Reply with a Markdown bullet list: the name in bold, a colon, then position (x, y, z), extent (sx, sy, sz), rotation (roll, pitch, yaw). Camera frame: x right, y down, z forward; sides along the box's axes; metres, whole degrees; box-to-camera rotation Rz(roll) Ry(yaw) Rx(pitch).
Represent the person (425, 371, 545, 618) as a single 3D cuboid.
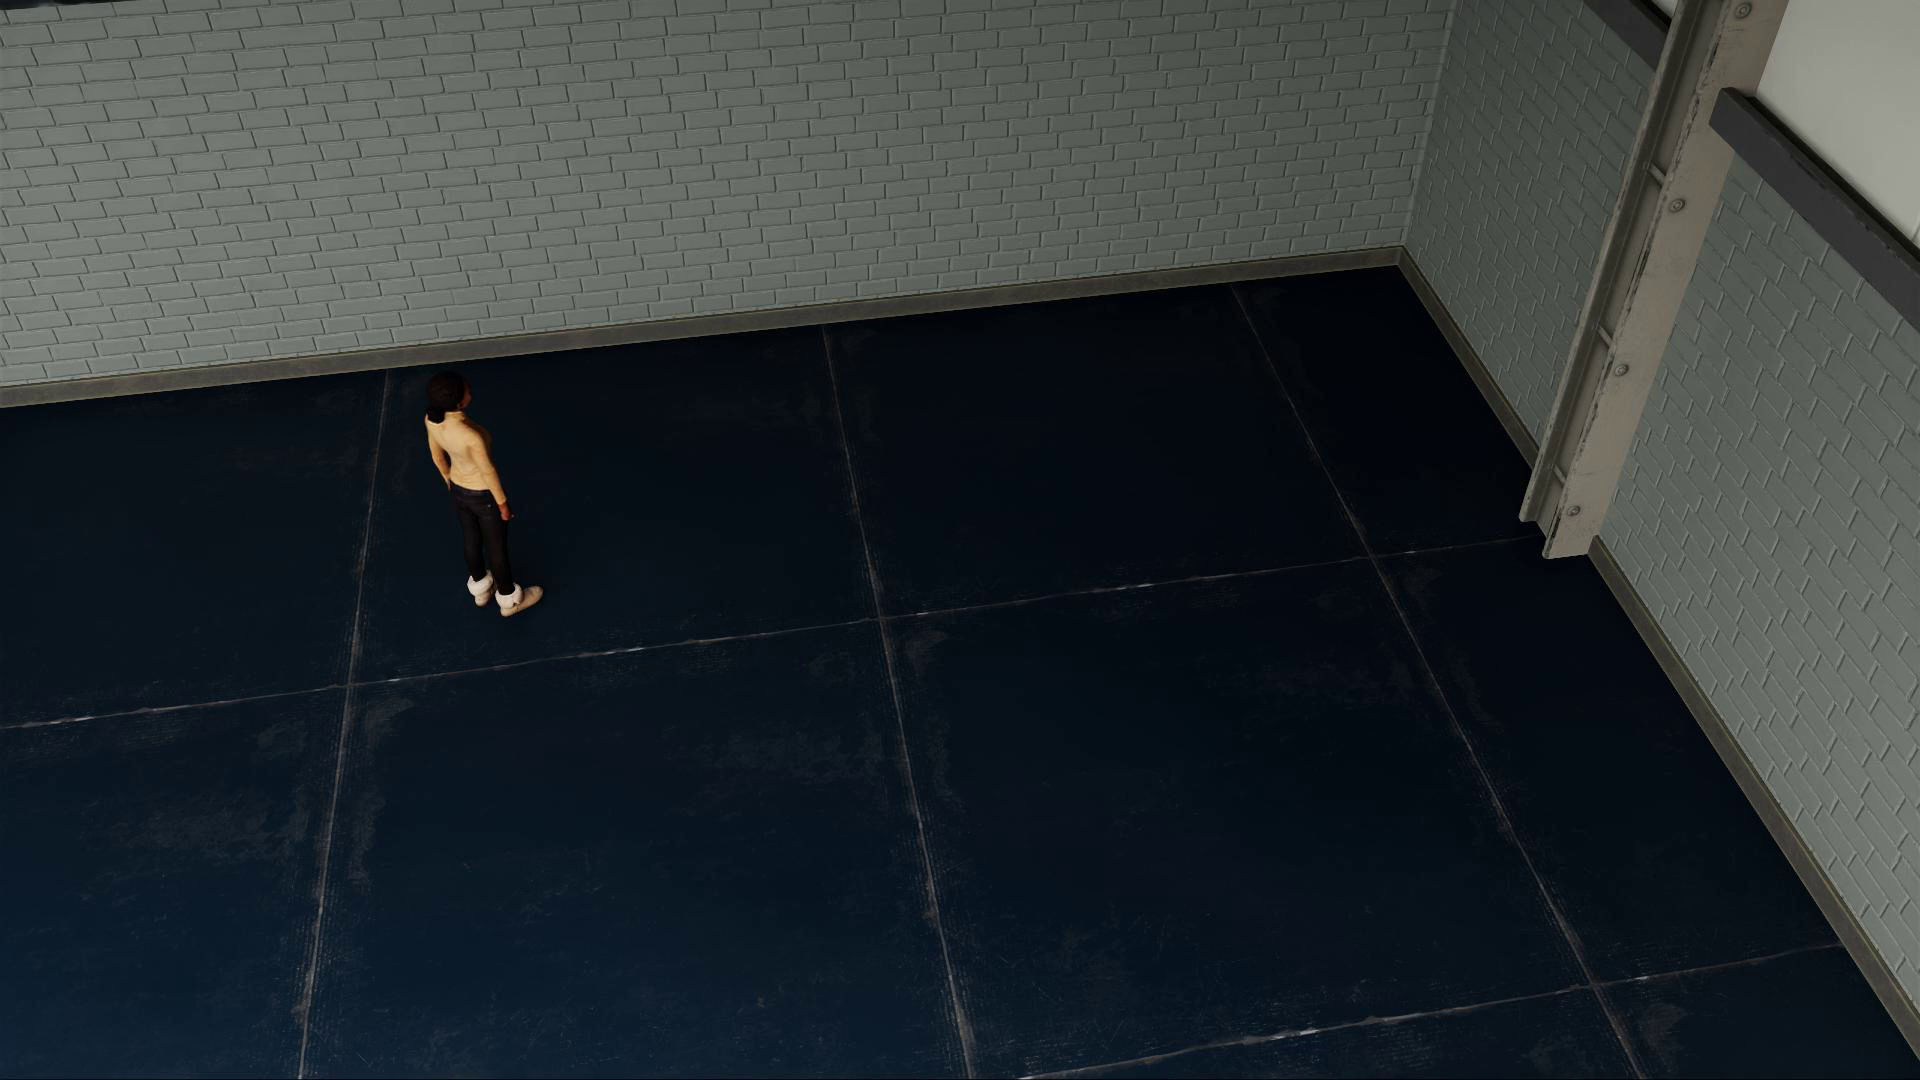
- **person**: position (-2.694, -0.263, 9.231), extent (0.695, 1.660, 0.744), rotation (23, 48, 22)
